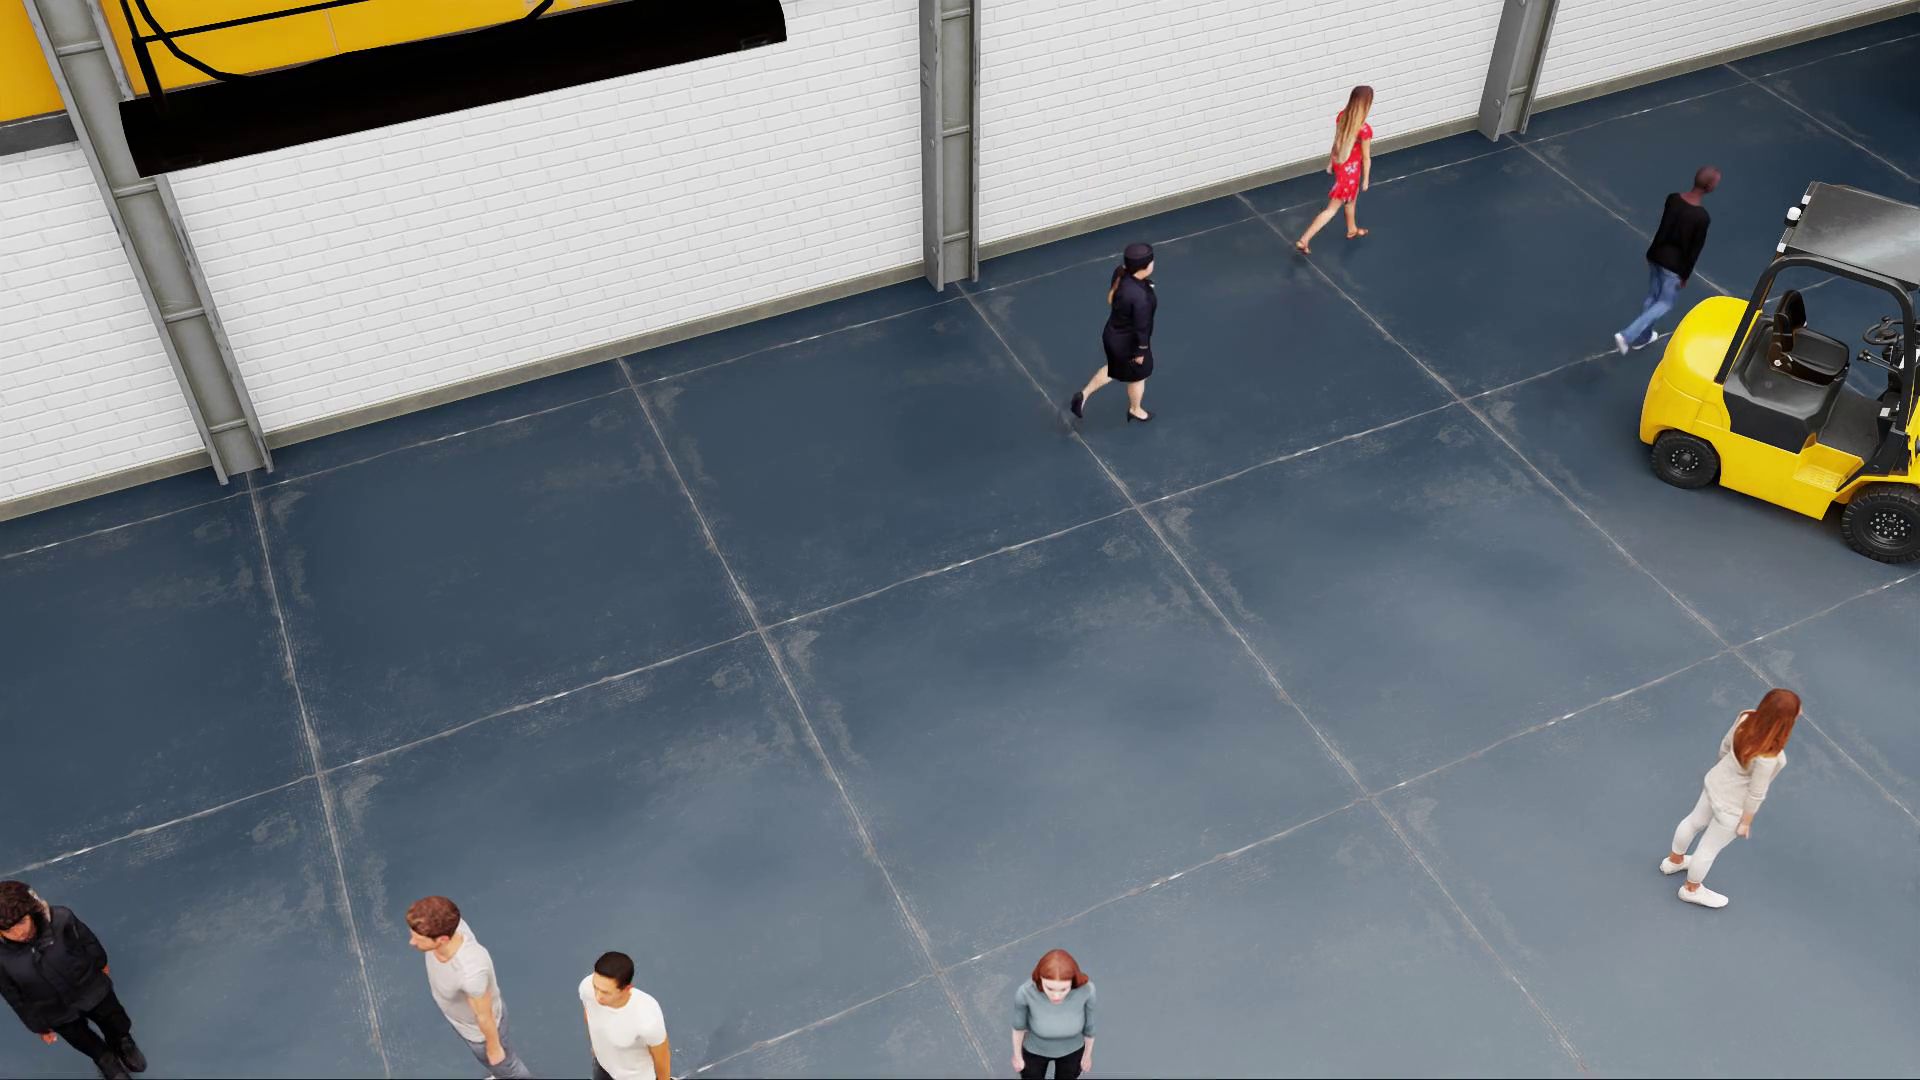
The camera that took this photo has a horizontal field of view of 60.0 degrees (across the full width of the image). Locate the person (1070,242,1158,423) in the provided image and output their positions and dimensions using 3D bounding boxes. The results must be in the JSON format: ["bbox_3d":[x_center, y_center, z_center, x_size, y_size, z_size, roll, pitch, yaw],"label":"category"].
[{"bbox_3d":[1.203,-1.515,12.616,0.971,1.658,0.755,-13,45,-13],"label":"person"}]

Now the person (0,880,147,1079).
[{"bbox_3d":[-4.651,2.265,8.573,0.646,1.761,0.769,-34,53,-30],"label":"person"}]

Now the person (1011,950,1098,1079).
[{"bbox_3d":[0.465,2.536,8.303,0.583,1.741,0.694,-2,44,-2],"label":"person"}]

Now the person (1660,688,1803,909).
[{"bbox_3d":[4.382,1.444,9.470,0.684,1.712,0.677,0,44,0],"label":"person"}]

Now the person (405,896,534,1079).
[{"bbox_3d":[-2.432,2.372,8.365,0.643,1.892,0.708,-30,51,-28],"label":"person"}]

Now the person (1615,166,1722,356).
[{"bbox_3d":[5.597,-2.175,13.257,0.907,1.730,0.654,-22,48,-22],"label":"person"}]

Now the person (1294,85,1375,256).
[{"bbox_3d":[3.283,-3.167,14.421,1.054,1.560,0.590,-19,47,-19],"label":"person"}]

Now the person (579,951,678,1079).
[{"bbox_3d":[-1.580,2.523,8.274,0.832,1.801,0.890,22,48,22],"label":"person"}]
